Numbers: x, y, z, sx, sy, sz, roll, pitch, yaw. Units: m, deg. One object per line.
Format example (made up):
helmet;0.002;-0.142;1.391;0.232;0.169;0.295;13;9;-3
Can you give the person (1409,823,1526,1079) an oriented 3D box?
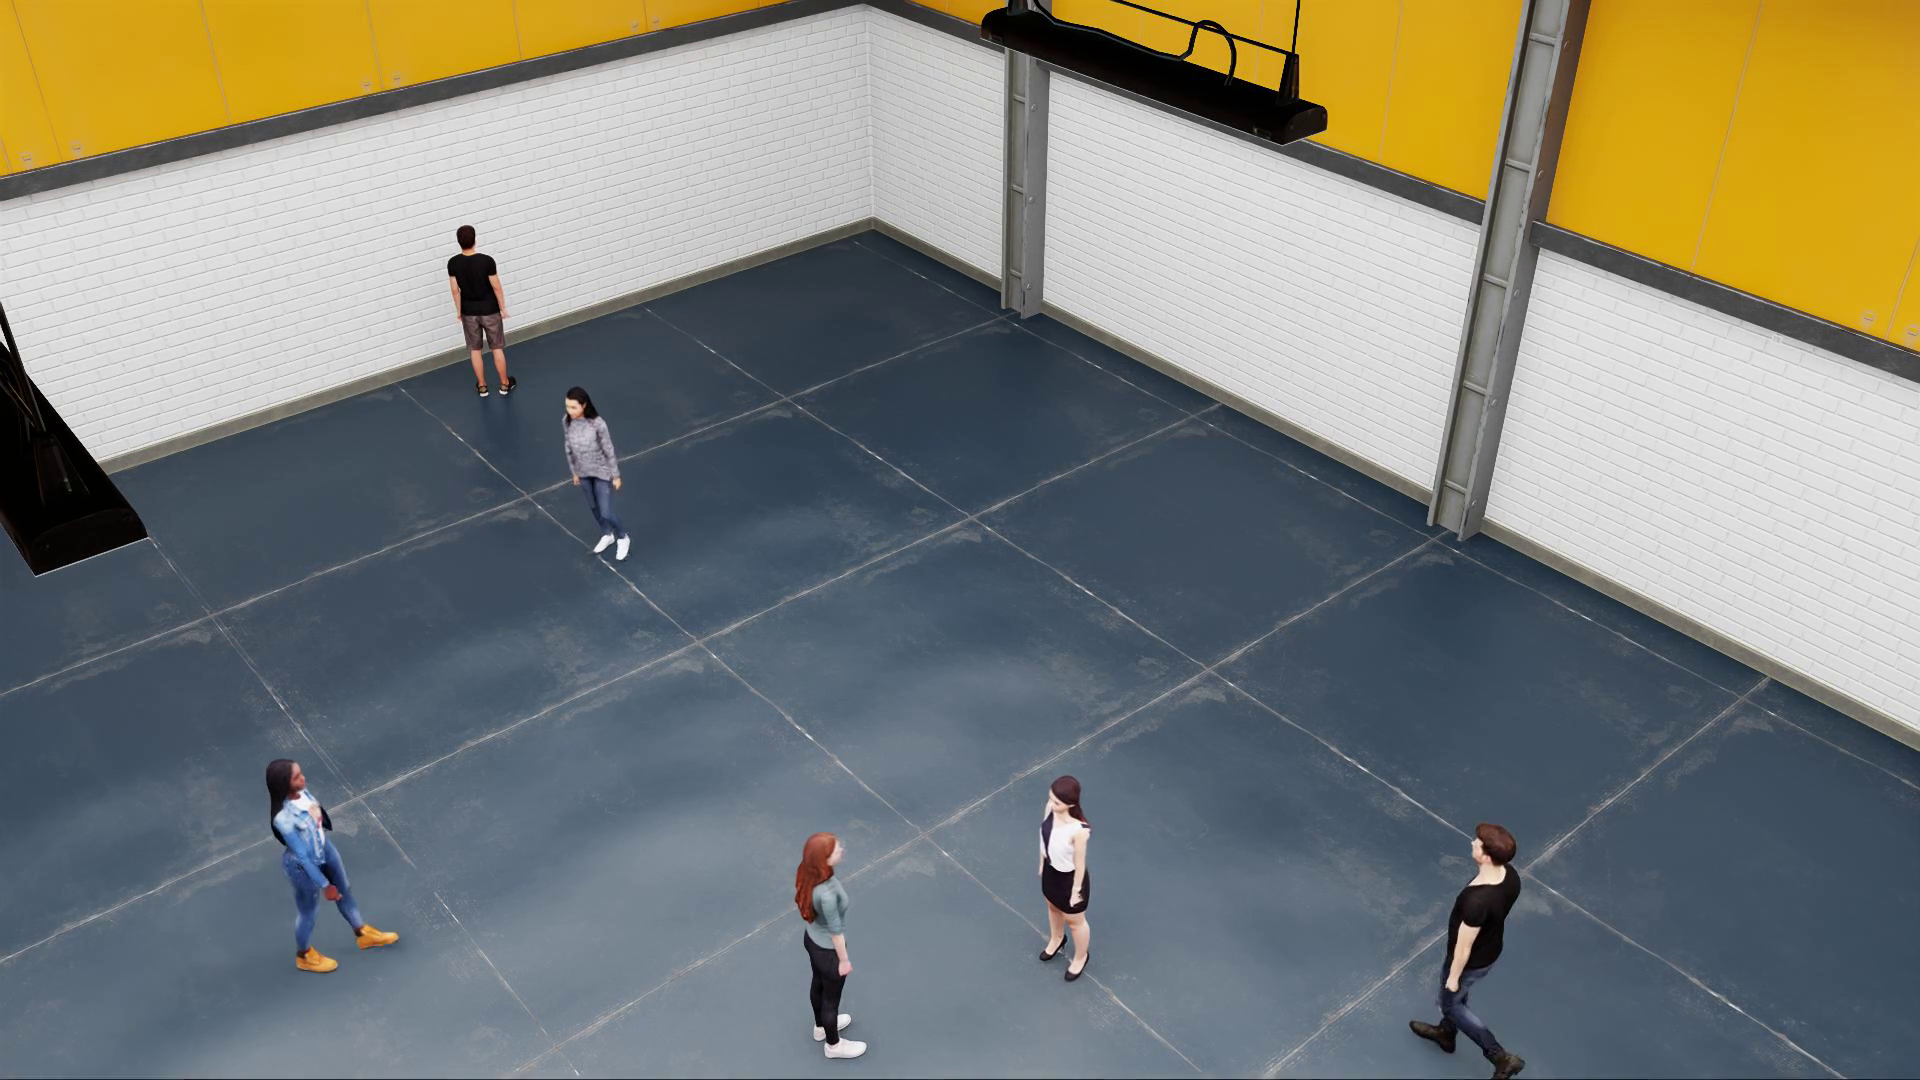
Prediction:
person;3.096;2.470;9.787;1.032;1.880;0.771;26;42;34

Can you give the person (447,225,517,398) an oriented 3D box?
person;-4.931;-2.352;17.058;0.774;1.861;0.782;-4;34;-6

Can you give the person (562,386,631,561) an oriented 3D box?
person;-3.172;-0.611;14.572;0.738;1.713;0.820;11;35;16

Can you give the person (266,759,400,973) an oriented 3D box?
person;-4.175;2.080;10.534;0.939;1.703;0.925;-4;34;-5

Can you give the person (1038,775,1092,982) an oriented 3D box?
person;0.670;2.126;10.515;0.598;1.646;0.462;-24;40;-31

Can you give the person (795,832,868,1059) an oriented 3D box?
person;-0.799;2.427;9.974;0.696;1.744;0.570;-14;36;-20
